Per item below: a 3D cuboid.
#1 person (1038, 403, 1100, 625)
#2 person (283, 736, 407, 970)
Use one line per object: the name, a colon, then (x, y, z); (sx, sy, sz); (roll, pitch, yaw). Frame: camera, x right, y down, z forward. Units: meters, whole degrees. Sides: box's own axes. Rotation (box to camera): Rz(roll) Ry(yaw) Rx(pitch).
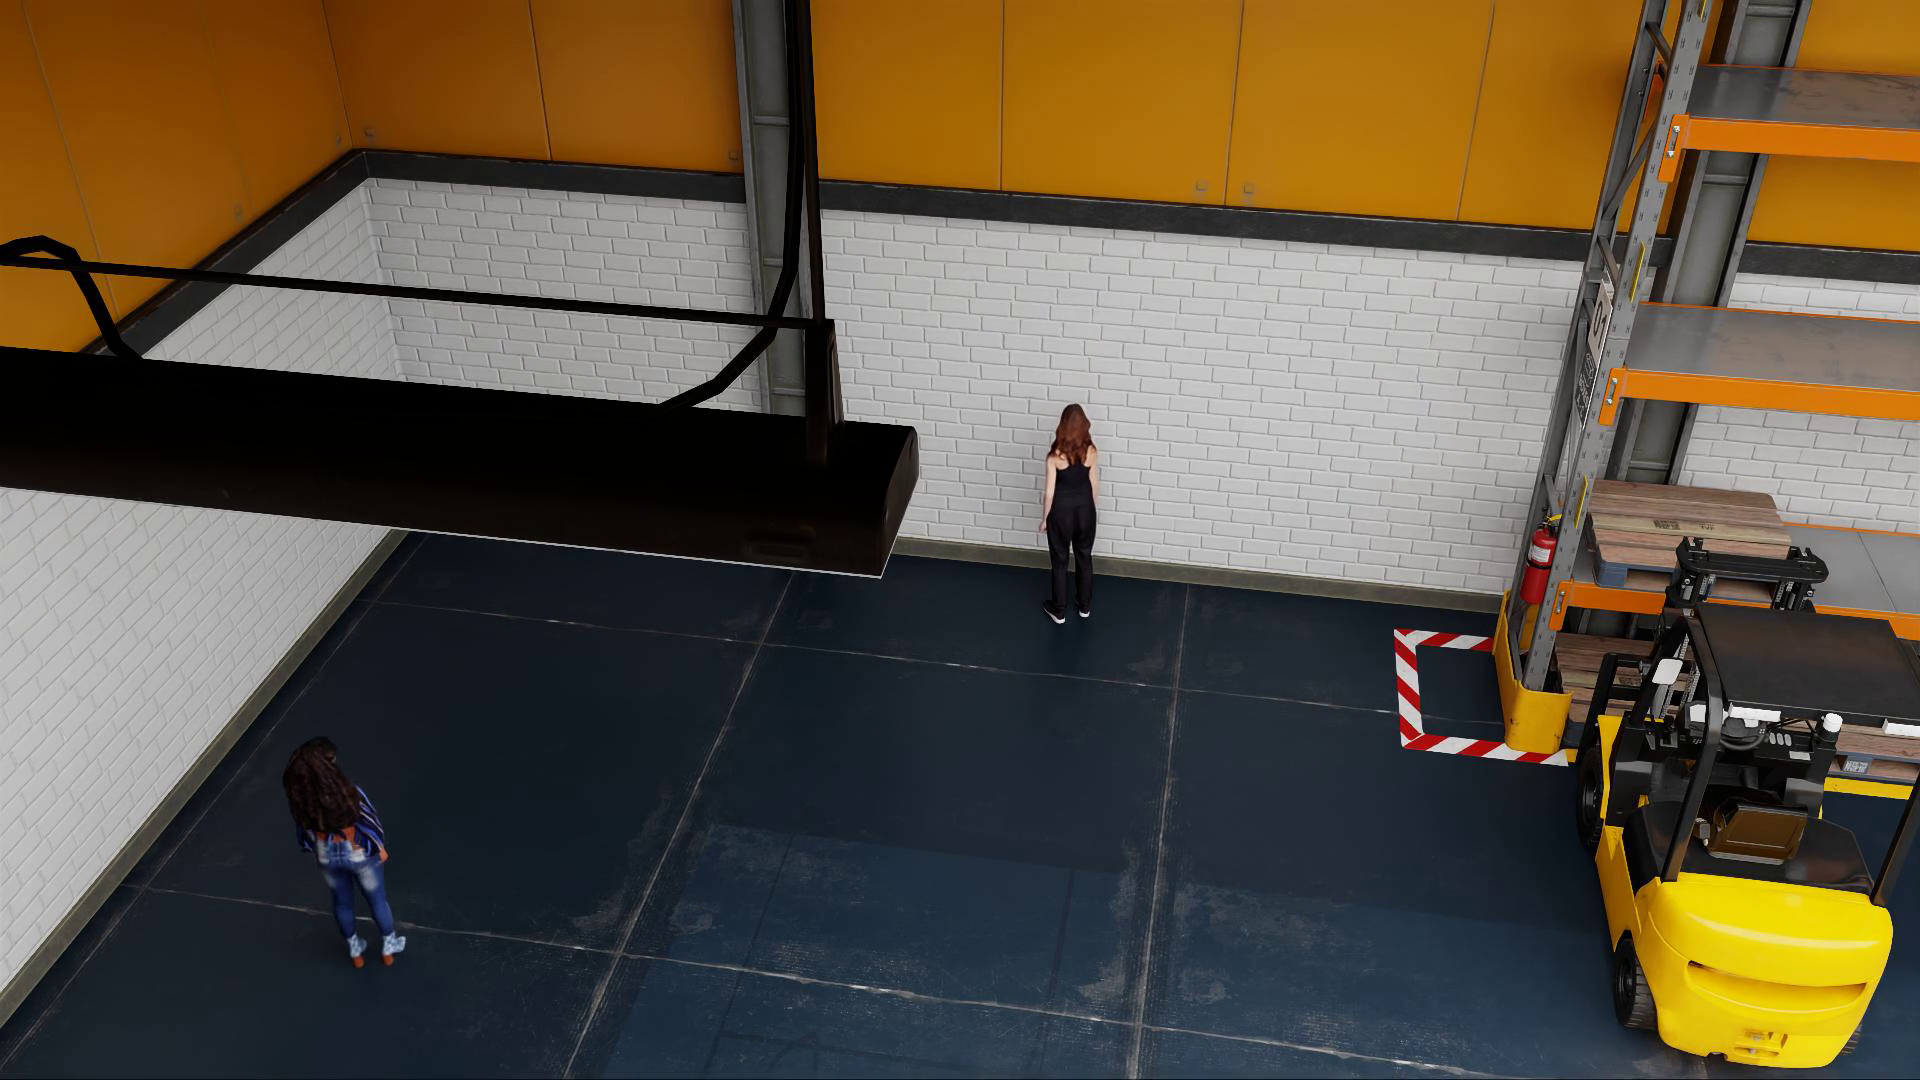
person: (0.795, -0.184, 11.872); (0.599, 1.746, 0.721); (-9, 35, -13)
person: (-3.375, 1.721, 9.121); (0.542, 1.619, 0.713); (0, 34, 0)
